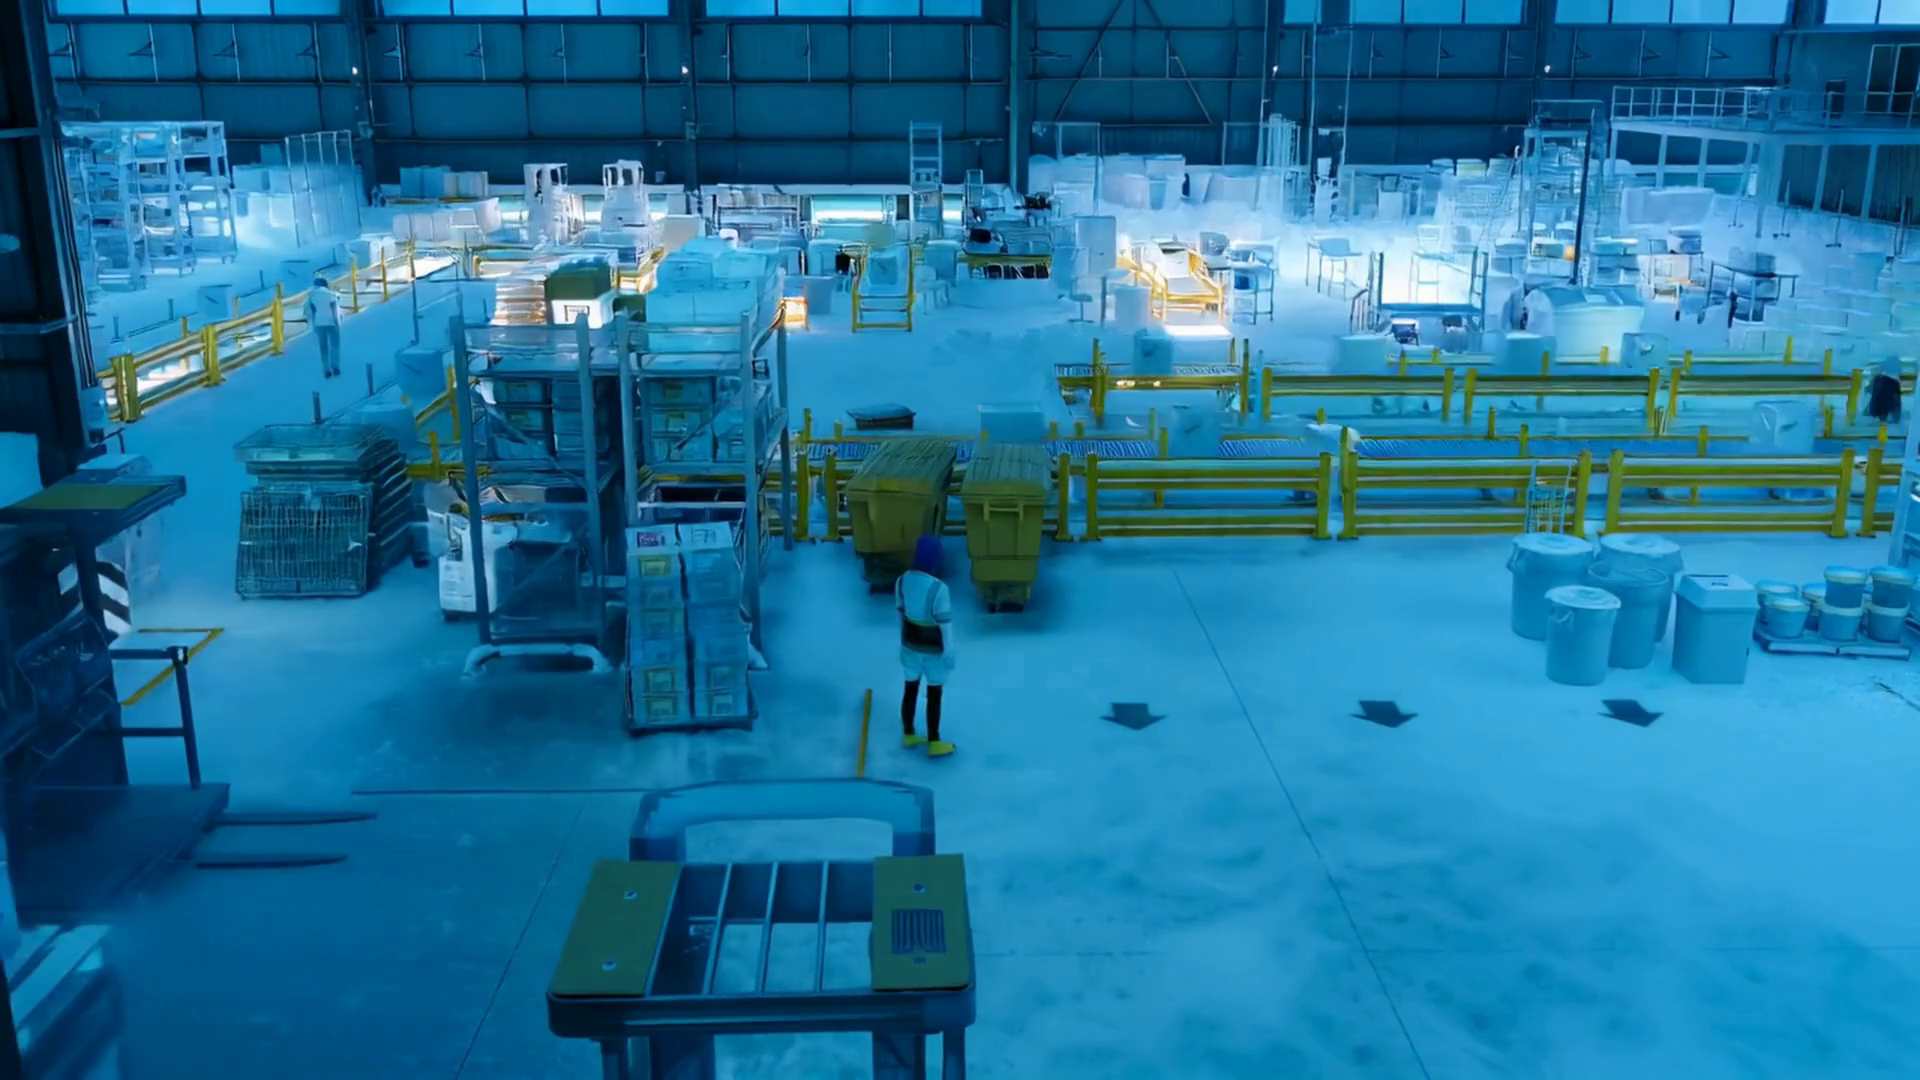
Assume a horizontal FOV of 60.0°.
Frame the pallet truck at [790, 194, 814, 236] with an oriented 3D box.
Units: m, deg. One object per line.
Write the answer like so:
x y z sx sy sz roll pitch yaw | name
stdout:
-4.814 -9.883 50.259 0.704 1.261 1.522 -1 16 -3 | pallet truck

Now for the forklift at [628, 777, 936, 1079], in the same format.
-0.542 2.165 5.552 1.129 2.768 1.873 -1 16 -2 | forklift

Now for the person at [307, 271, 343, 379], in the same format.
-10.470 -3.568 27.483 0.544 1.739 0.722 -4 17 -14 | person

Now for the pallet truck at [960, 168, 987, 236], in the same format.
0.383 -10.230 50.206 0.823 1.965 1.885 -1 16 -3 | pallet truck

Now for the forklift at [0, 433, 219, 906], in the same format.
-5.952 0.780 10.366 1.873 2.768 1.129 0 16 -1 | forklift

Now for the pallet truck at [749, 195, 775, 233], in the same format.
-6.051 -9.967 50.660 0.680 1.201 1.601 0 16 -1 | pallet truck

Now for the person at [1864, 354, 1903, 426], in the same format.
11.476 -1.487 20.508 0.782 1.598 0.525 0 16 -1 | person

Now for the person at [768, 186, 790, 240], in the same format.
-4.894 -8.576 44.715 1.012 1.848 0.668 -13 20 -38 | person

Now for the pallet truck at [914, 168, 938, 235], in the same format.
-0.989 -10.316 50.507 0.823 1.965 1.885 1 16 3 | pallet truck

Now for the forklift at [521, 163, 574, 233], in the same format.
-12.233 -10.122 49.298 1.157 1.987 2.680 0 16 -1 | forklift

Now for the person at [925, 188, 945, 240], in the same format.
-0.648 -8.505 44.250 1.065 1.983 0.630 -13 21 -38 | person

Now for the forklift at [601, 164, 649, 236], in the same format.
-9.948 -10.127 49.296 1.157 1.987 2.680 -1 16 -3 | forklift

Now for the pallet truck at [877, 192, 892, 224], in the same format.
-2.277 -9.986 50.594 0.653 1.274 1.630 0 16 -1 | pallet truck

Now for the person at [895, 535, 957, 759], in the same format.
-0.254 0.790 12.437 0.540 1.695 0.317 14 21 41 | person
